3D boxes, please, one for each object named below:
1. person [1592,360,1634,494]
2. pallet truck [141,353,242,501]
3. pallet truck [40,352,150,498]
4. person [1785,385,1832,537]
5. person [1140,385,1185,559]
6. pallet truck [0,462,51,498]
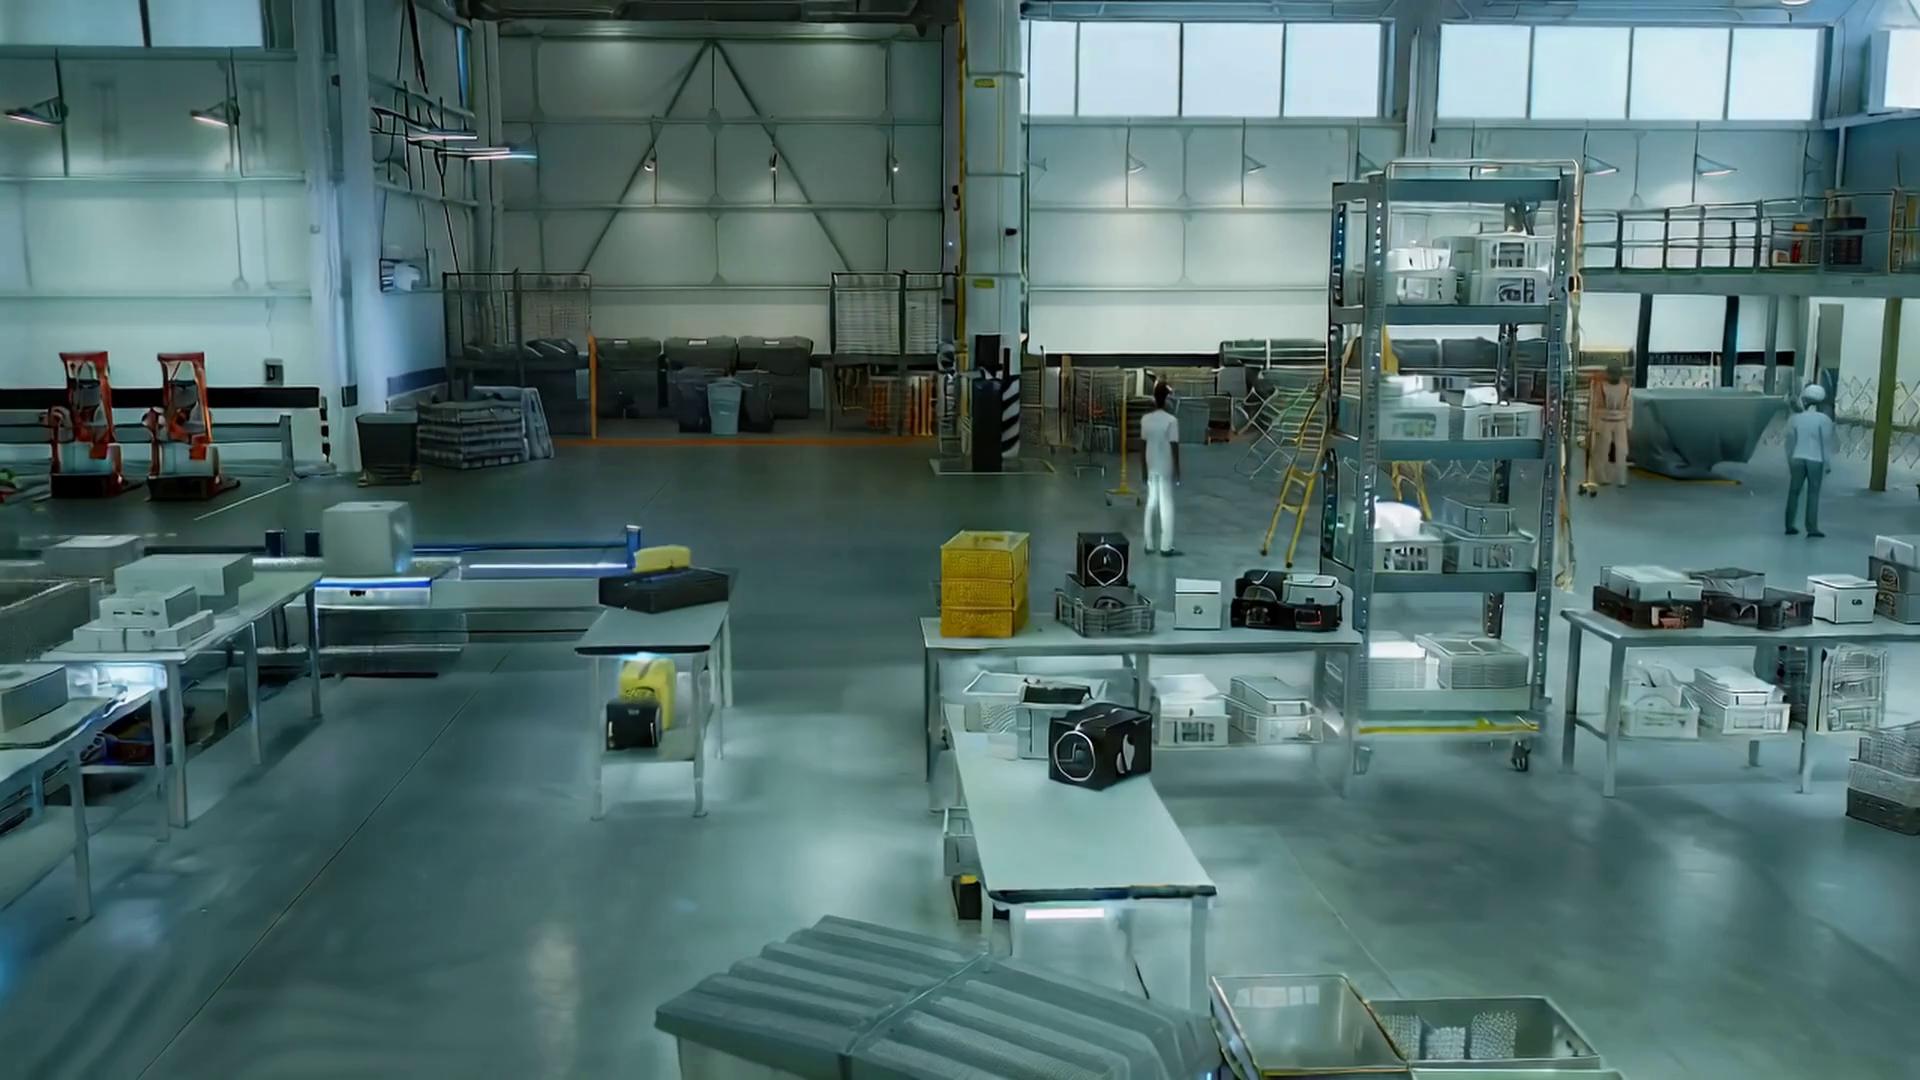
[{"bbox_3d":[9.066,-1.553,23.054,0.601,1.847,0.846,1,9,4],"label":"person"},{"bbox_3d":[-10.520,-1.604,22.925,0.823,1.965,1.885,-1,9,-6],"label":"pallet truck"},{"bbox_3d":[-11.907,-1.642,23.165,0.823,1.965,1.885,0,9,0],"label":"pallet truck"},{"bbox_3d":[9.876,-0.918,19.340,0.319,1.767,0.534,-5,10,-30],"label":"person"},{"bbox_3d":[2.167,-0.735,17.884,0.332,1.866,0.514,-9,13,-44],"label":"person"},{"bbox_3d":[-13.193,-1.293,23.148,0.653,1.274,1.630,-1,9,-4],"label":"pallet truck"}]
